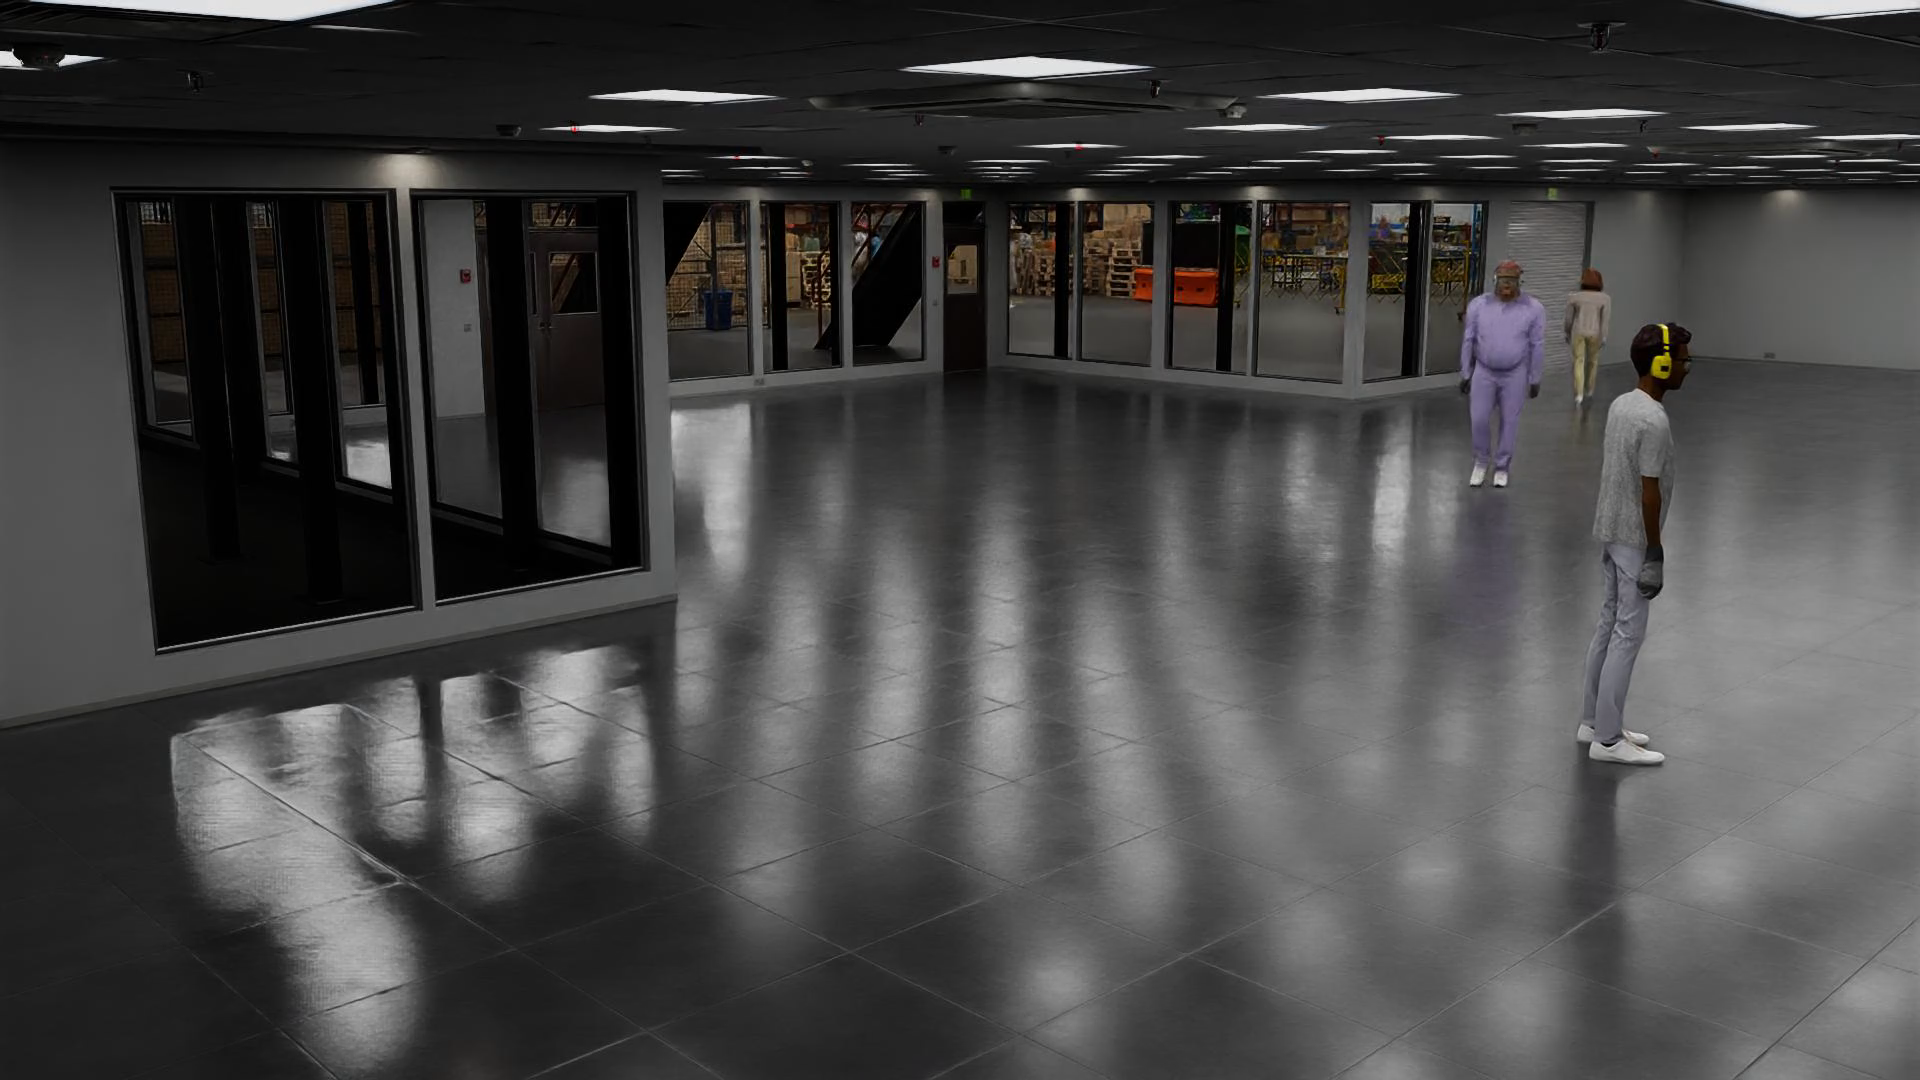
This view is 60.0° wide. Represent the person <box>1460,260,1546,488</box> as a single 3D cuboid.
[{"bbox_3d":[4.492,-1.361,13.812,0.673,1.887,0.656,4,12,20],"label":"person"}]

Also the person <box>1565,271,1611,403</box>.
[{"bbox_3d":[7.585,-2.461,20.132,0.500,1.580,0.902,4,12,18],"label":"person"}]

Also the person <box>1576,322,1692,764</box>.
[{"bbox_3d":[2.848,0.018,7.014,0.325,1.861,0.499,0,11,2],"label":"person"}]
